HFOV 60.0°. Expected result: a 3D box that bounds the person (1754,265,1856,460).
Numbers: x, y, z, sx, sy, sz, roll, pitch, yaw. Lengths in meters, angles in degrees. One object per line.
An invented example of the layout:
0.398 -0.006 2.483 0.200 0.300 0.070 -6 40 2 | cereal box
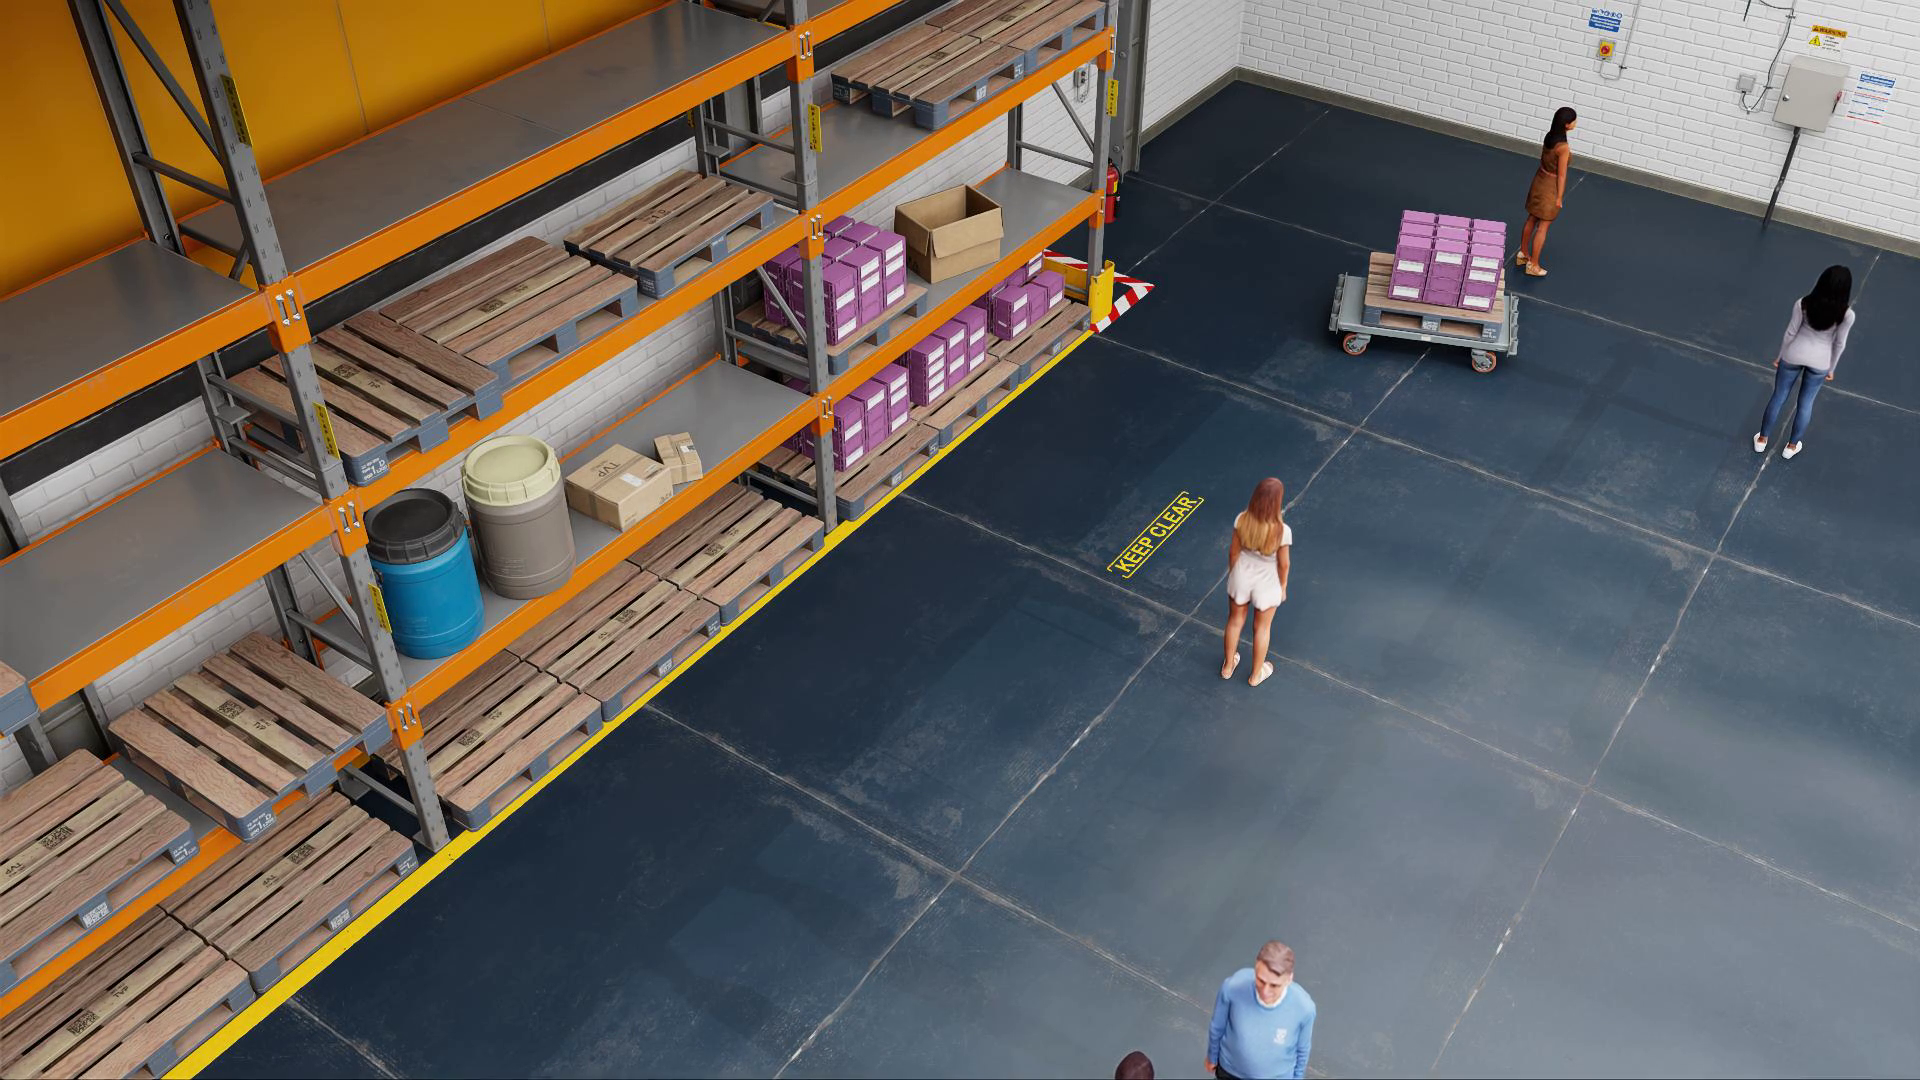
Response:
6.870 -1.447 13.511 0.628 1.736 0.548 19 42 22 | person

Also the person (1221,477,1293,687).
2.015 0.285 11.373 0.585 1.695 0.561 19 42 22 | person

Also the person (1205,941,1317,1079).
1.494 2.612 8.362 0.709 1.818 0.652 12 40 15 | person

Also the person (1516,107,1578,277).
5.623 -3.345 15.923 0.693 1.690 0.631 -6 39 -7 | person
